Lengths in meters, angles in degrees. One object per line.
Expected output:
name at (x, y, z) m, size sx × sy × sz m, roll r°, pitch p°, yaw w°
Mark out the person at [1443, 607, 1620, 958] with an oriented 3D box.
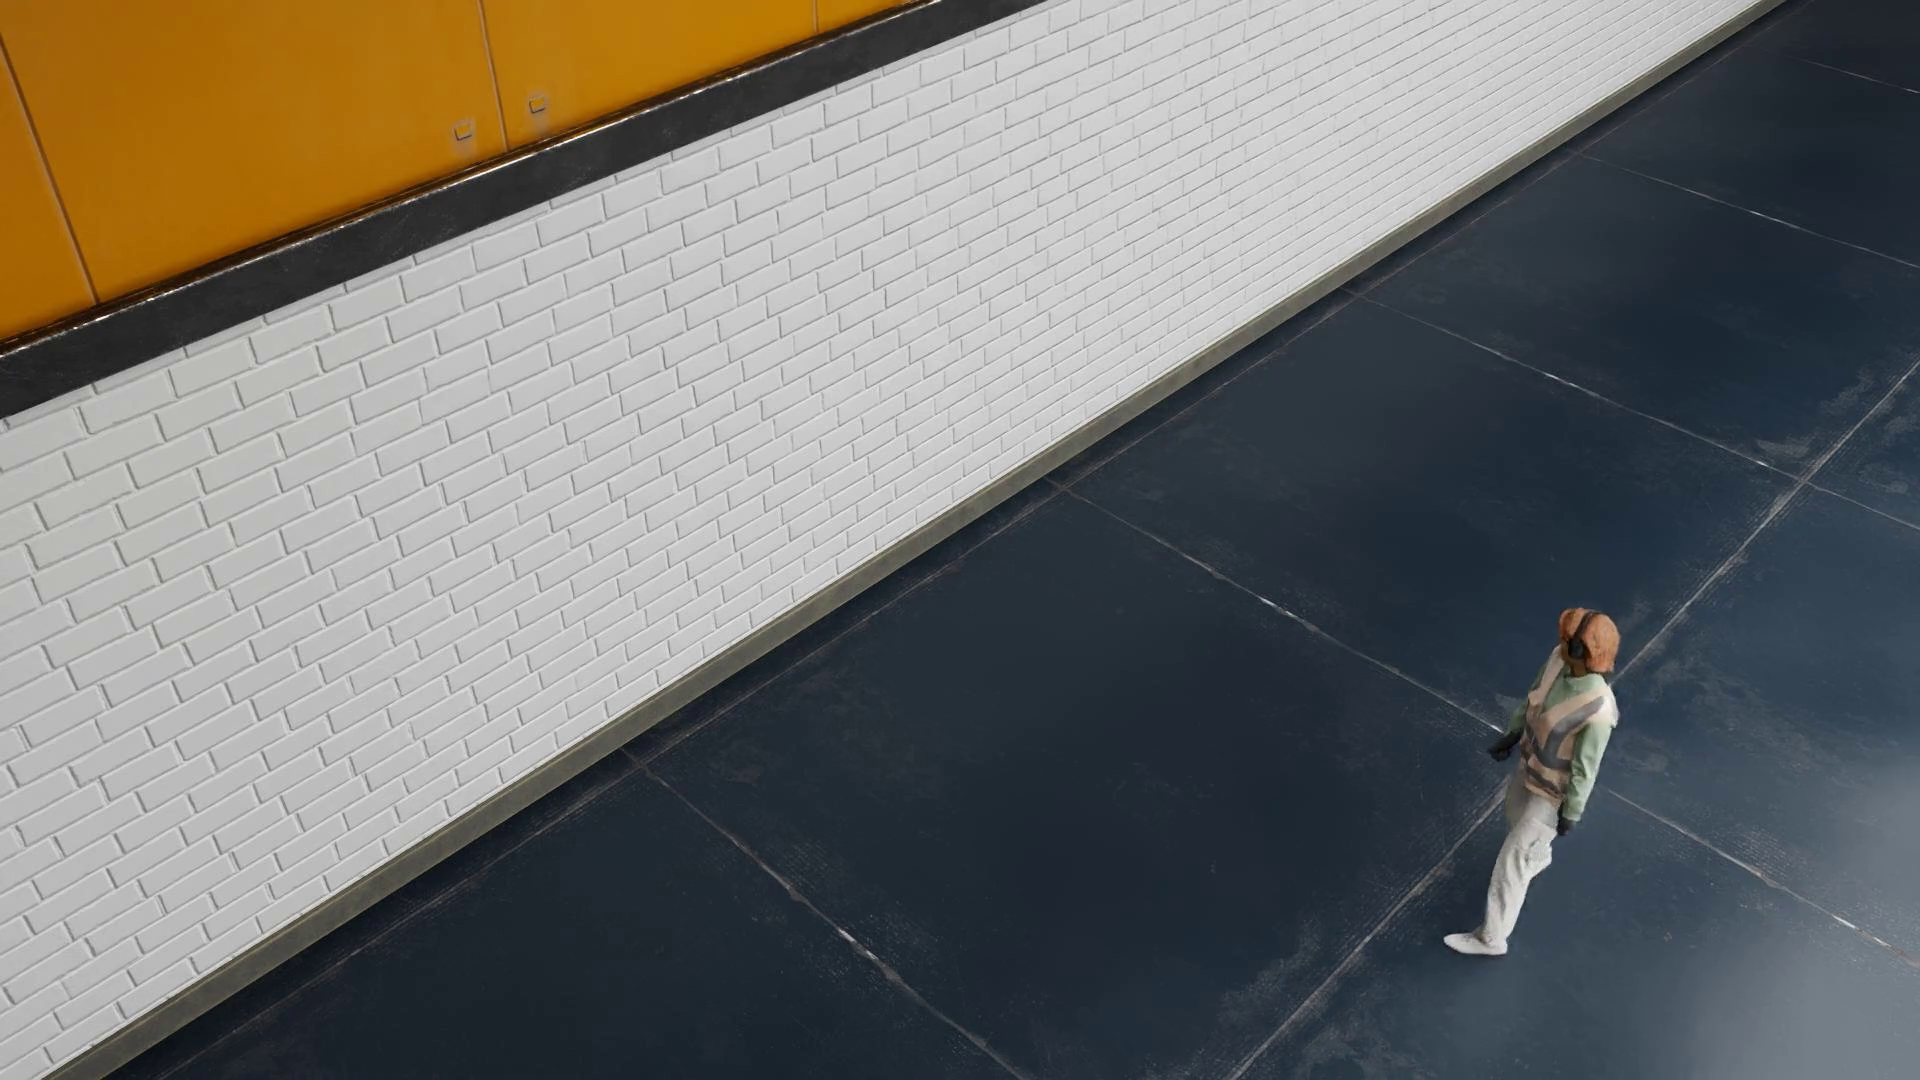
person at (2.327, 0.962, 6.662) m, size 0.572 × 1.605 × 0.565 m, roll -2°, pitch 39°, yaw -2°
